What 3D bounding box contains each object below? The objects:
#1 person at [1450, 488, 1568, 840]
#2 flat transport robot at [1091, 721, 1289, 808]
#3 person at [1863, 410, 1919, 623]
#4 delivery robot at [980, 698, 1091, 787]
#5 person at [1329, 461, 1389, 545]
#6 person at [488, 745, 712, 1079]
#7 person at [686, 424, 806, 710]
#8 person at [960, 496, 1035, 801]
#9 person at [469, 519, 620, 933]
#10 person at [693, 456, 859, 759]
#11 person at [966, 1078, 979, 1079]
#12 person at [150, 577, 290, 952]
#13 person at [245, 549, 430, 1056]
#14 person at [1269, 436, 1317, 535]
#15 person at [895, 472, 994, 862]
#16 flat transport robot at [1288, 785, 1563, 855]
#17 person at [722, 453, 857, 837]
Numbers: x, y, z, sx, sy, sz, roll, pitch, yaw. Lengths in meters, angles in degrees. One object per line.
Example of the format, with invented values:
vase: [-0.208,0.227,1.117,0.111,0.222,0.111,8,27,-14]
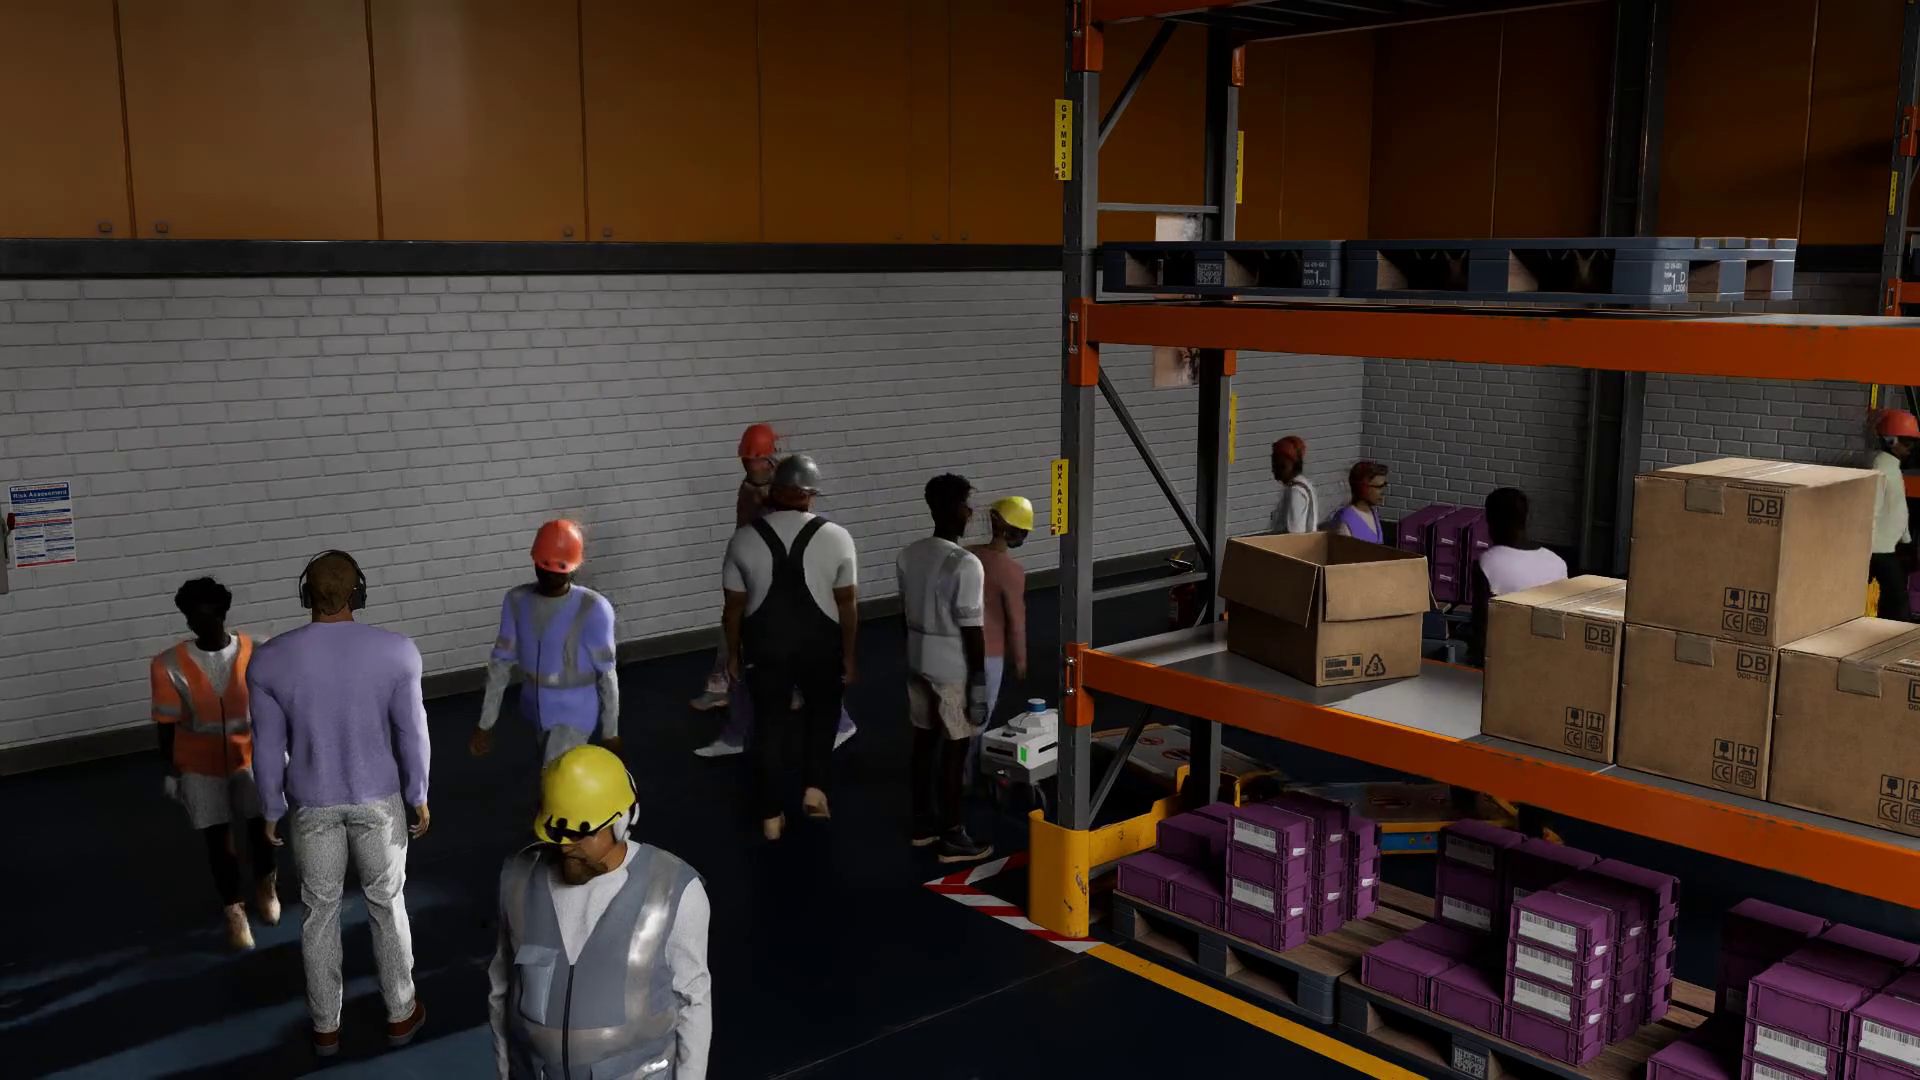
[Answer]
person: [2.732,0.675,8.437,0.643,1.864,0.854,-3,10,-19]
flat transport robot: [1.206,1.293,9.482,0.652,0.197,1.431,-5,11,-27]
person: [6.675,0.036,11.961,1.016,1.941,0.626,6,11,32]
delivery robot: [0.427,1.133,9.318,0.477,0.478,0.707,7,12,37]
person: [2.341,0.400,10.208,0.788,1.817,0.569,5,11,28]
person: [-0.943,1.401,4.318,0.587,1.822,0.404,1,10,8]
person: [-1.366,0.197,11.033,0.783,1.935,0.614,-6,11,-31]
person: [0.164,0.606,9.230,0.504,1.717,0.596,-6,12,-33]
person: [-1.860,0.816,7.623,0.568,1.863,1.032,5,11,25]
person: [-1.084,0.411,10.028,0.946,1.868,0.645,-4,10,-22]
person: [0.035,1.727,3.051,0.525,1.600,0.837,0,10,2]
person: [-3.202,0.973,7.233,0.547,1.675,0.365,-5,11,-26]
person: [-2.343,0.997,6.342,0.634,1.937,0.355,-3,10,-15]
person: [2.227,0.236,11.001,0.436,1.868,0.653,2,10,13]
person: [-0.086,0.633,8.390,0.363,1.963,0.655,-7,12,-37]
flat transport robot: [2.293,1.443,8.605,1.431,0.197,0.652,-1,10,-4]
person: [-0.885,0.535,8.746,0.704,2.000,0.537,0,10,1]
